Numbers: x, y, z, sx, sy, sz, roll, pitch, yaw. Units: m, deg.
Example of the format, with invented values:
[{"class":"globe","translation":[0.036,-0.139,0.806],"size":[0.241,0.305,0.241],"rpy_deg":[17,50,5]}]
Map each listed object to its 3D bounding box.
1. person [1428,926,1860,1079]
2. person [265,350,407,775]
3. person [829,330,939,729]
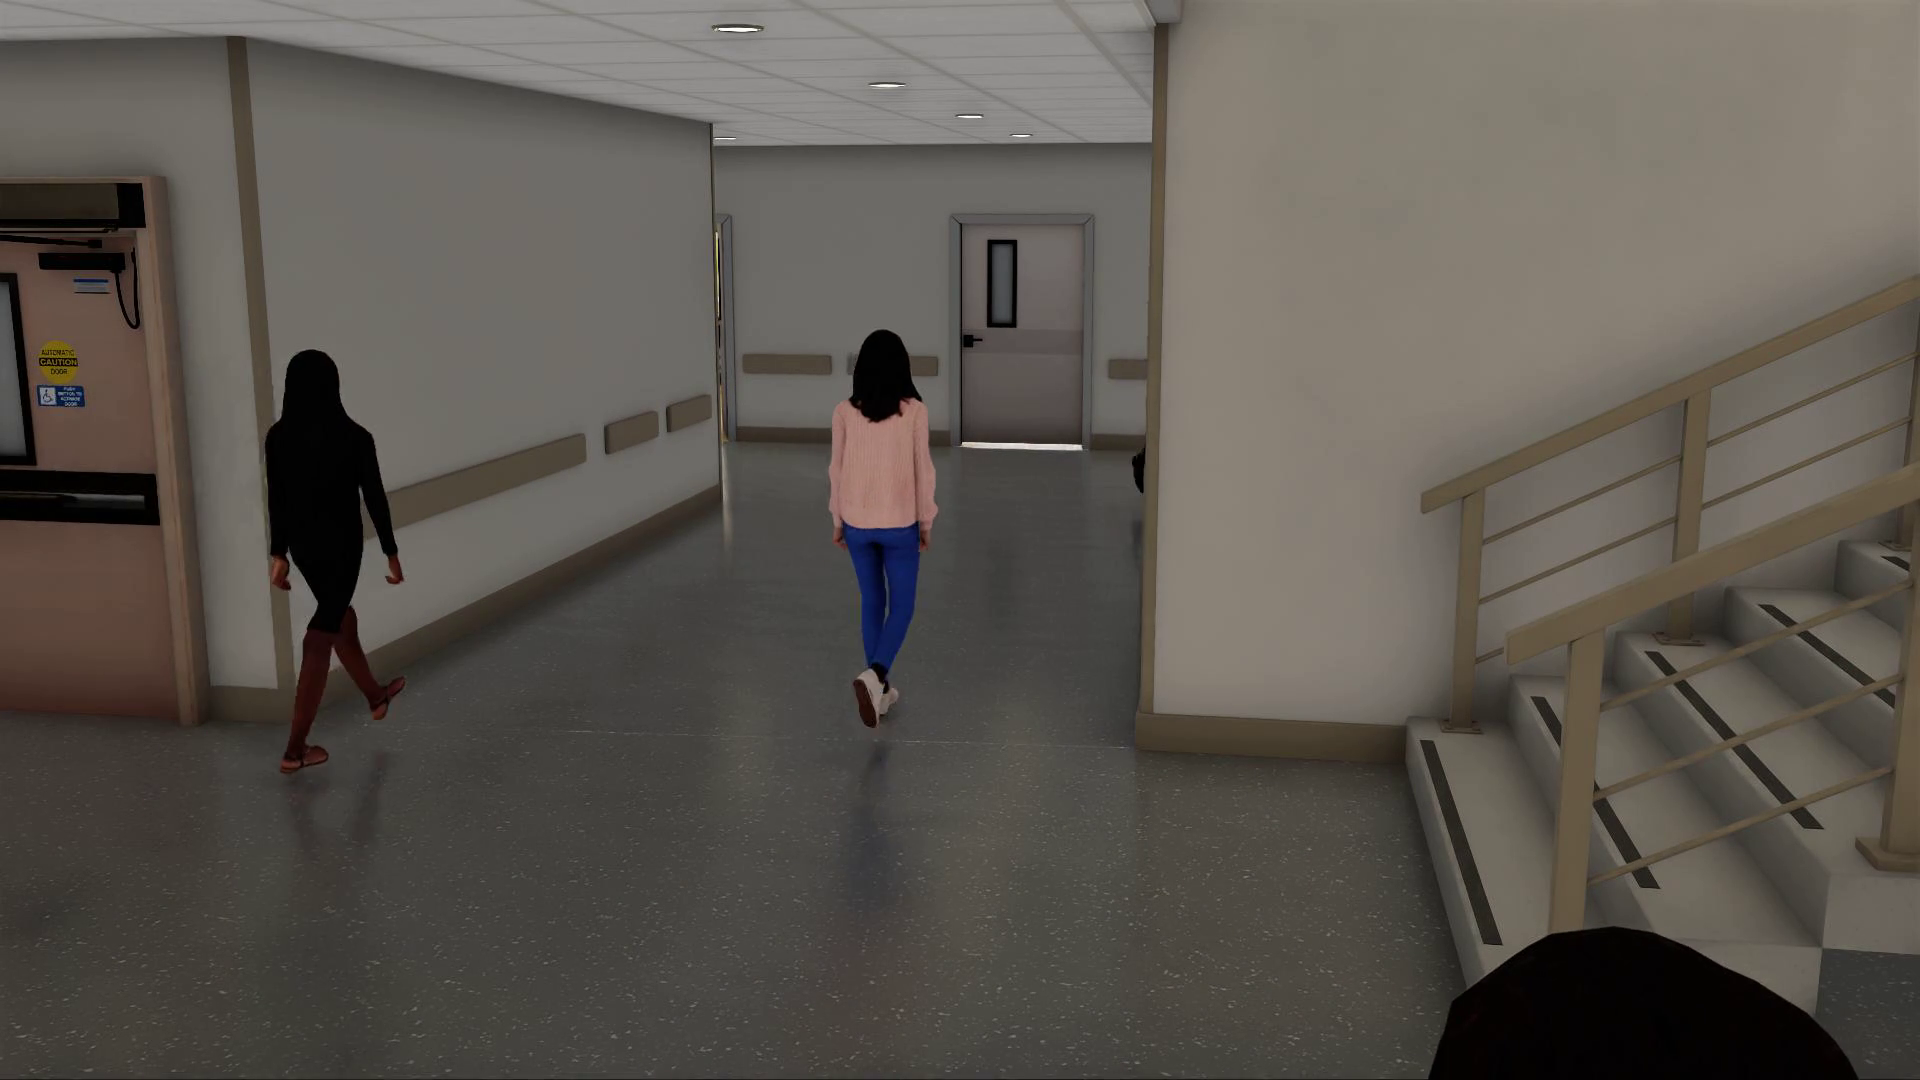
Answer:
[{"class":"person","translation":[0.354,1.114,1.038],"size":[0.532,1.843,0.662],"rpy_deg":[2,11,12]},{"class":"person","translation":[-2.613,0.122,6.731],"size":[1.096,1.670,0.729],"rpy_deg":[2,11,13]},{"class":"person","translation":[-0.365,-0.021,7.265],"size":[0.969,1.750,0.756],"rpy_deg":[3,11,14]}]
